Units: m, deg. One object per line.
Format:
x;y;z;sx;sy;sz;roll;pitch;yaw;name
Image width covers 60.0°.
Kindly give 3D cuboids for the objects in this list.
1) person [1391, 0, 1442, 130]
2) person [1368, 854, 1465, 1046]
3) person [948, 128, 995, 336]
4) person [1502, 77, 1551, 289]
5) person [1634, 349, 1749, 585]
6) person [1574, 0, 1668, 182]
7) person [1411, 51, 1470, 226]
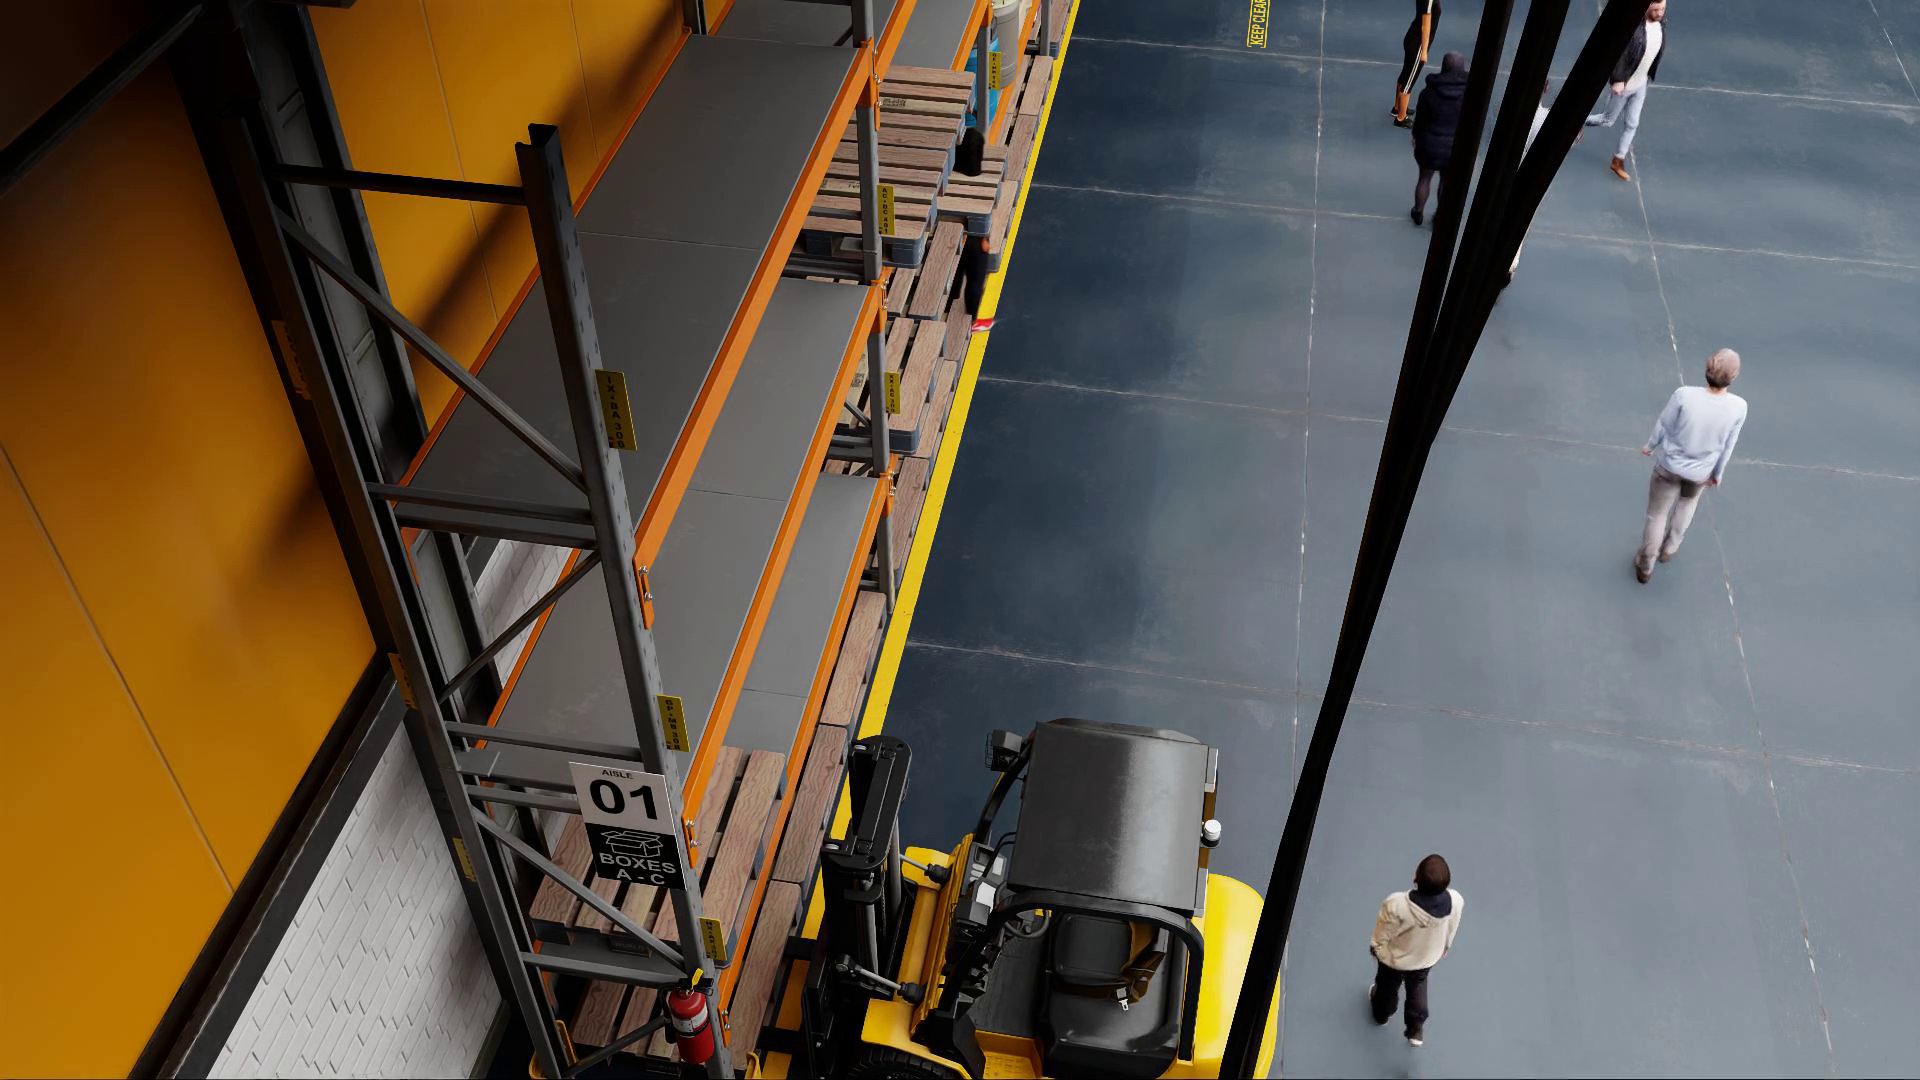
4.422;-4.816;16.056;0.646;1.669;0.468;5;44;5;person
2.405;2.221;8.832;0.684;1.445;0.784;-3;44;-4;person
0.045;-2.511;13.531;0.830;1.814;0.772;-26;49;-25;person
4.700;-3.044;14.090;0.642;1.816;1.157;8;44;8;person
4.927;-0.437;11.311;0.707;1.875;0.761;11;45;11;person
6.125;-4.266;15.378;1.005;1.808;1.150;-19;47;-18;person
4.255;-3.527;14.702;0.670;1.672;0.640;9;44;10;person
